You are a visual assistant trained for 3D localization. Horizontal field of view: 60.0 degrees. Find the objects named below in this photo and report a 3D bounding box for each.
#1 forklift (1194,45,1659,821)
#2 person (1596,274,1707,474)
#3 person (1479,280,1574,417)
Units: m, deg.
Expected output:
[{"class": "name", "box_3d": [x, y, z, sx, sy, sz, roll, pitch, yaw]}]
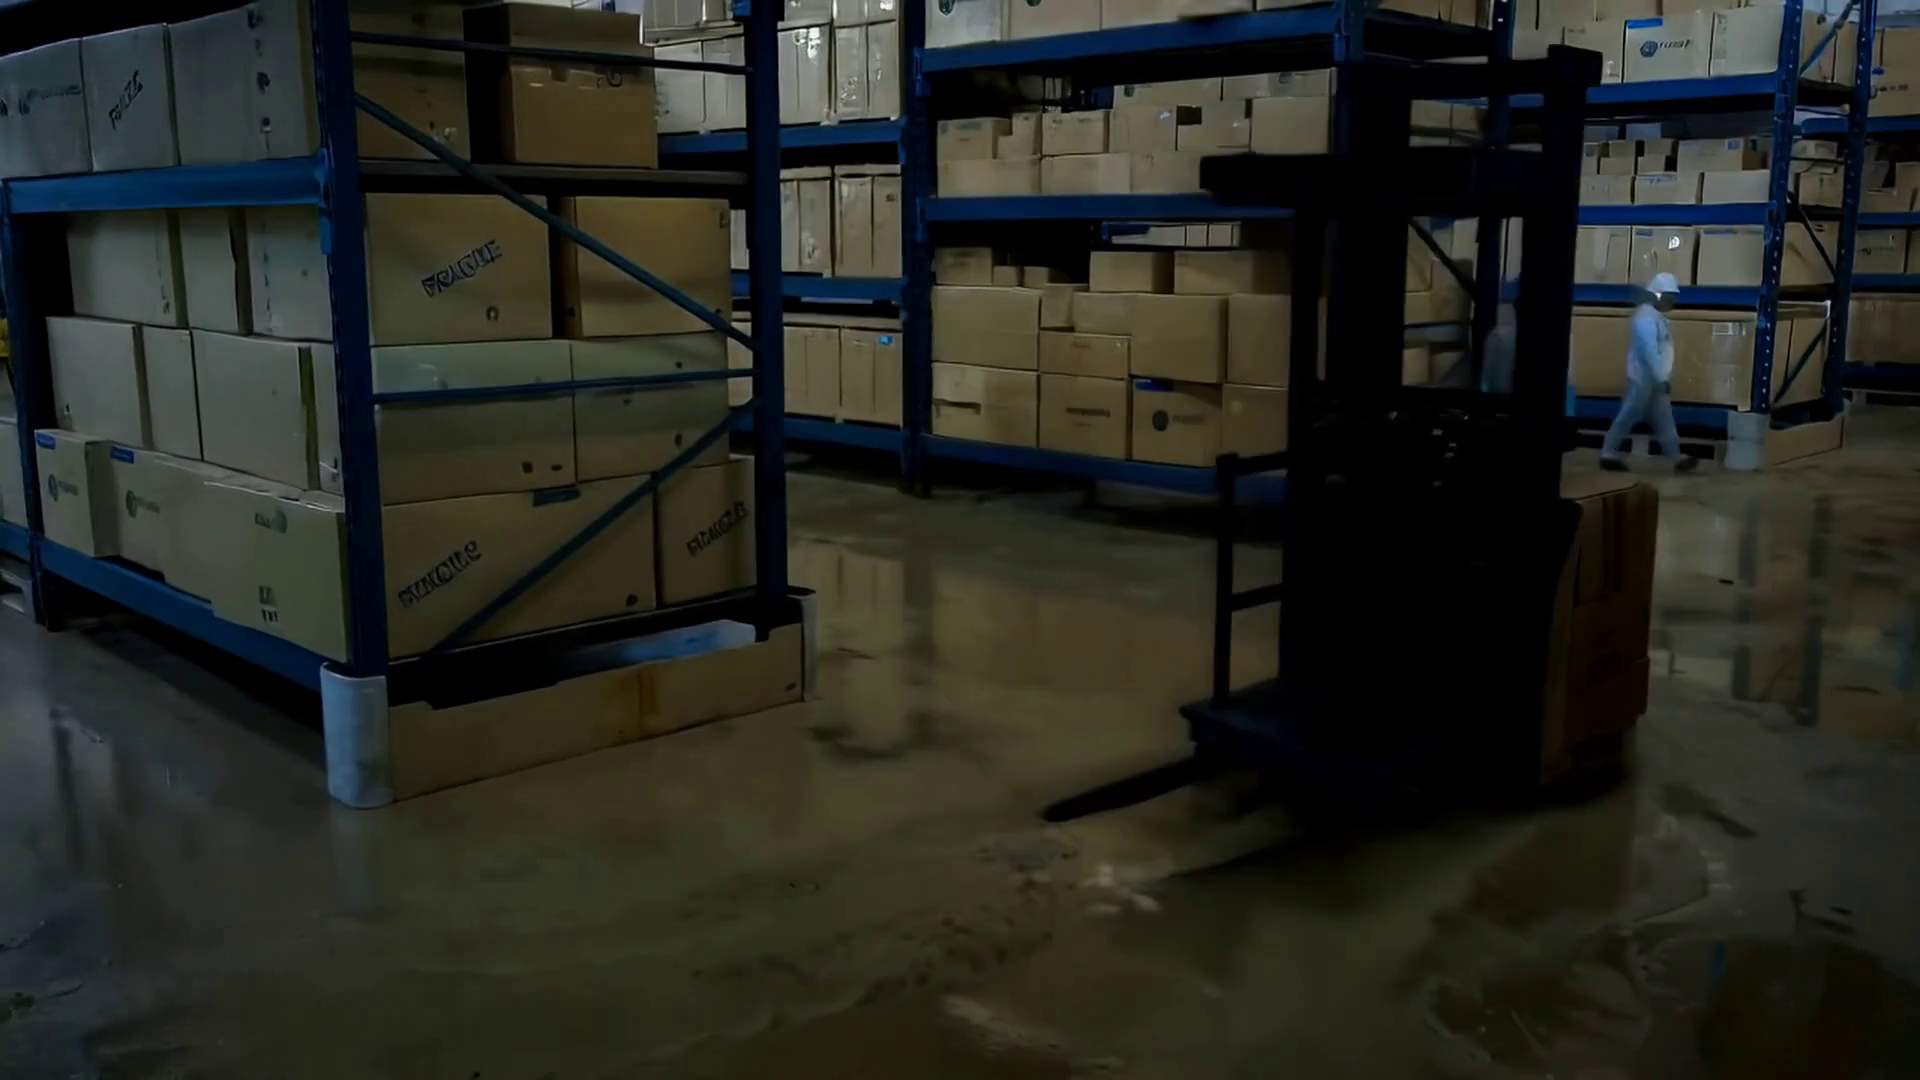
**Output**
[{"class": "forklift", "box_3d": [2.004, -0.532, 6.753, 1.873, 2.768, 1.129, -10, 14, -44]}, {"class": "person", "box_3d": [6.188, -1.468, 14.848, 0.913, 1.787, 0.601, 8, 13, 37]}, {"class": "person", "box_3d": [3.707, -0.783, 10.833, 0.574, 1.881, 0.991, 8, 13, 38]}]
